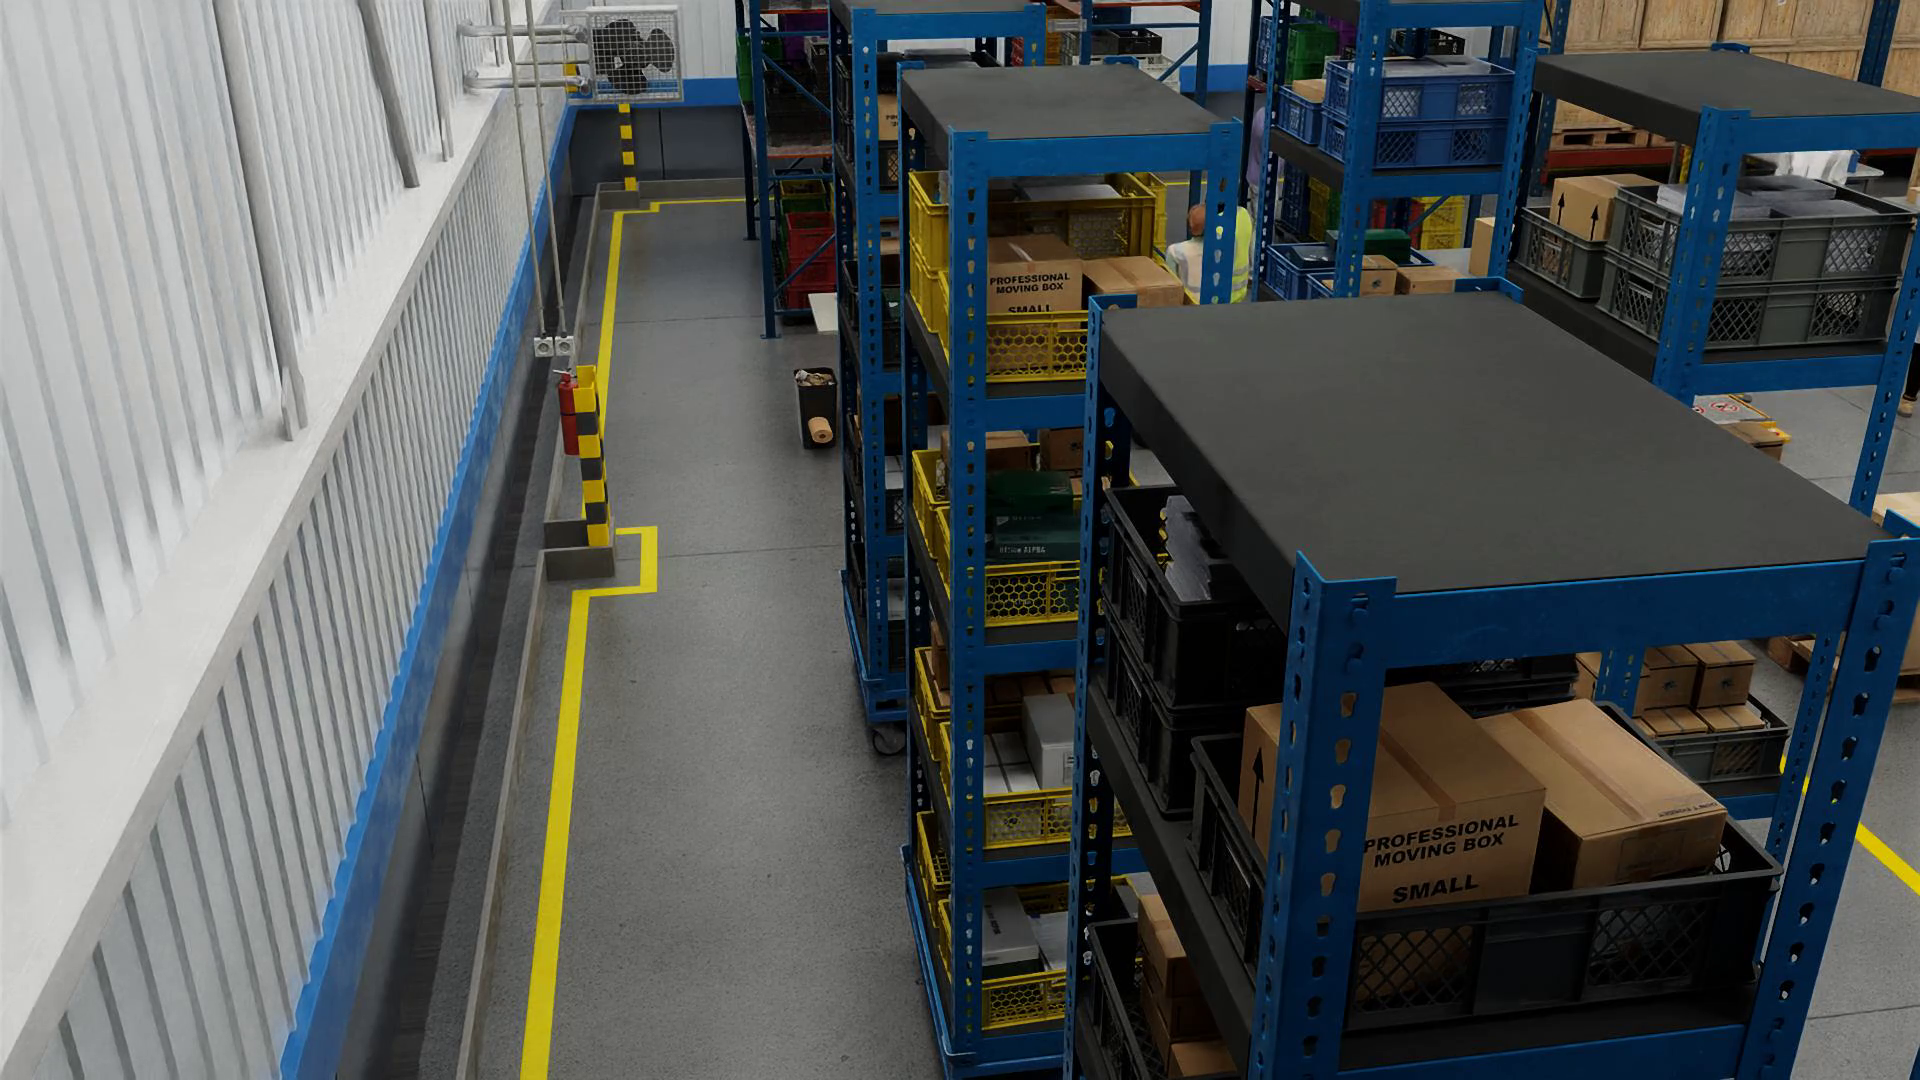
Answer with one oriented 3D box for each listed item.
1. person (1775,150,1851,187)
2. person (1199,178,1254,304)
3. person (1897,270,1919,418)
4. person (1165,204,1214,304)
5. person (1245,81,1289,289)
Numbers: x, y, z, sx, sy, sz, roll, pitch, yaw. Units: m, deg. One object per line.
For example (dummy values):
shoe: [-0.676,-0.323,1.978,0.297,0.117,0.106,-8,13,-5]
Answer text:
person: [7.436,-2.913,14.681,0.584,1.883,0.337,19,31,35]
person: [1.890,-1.786,12.283,0.429,1.844,0.622,14,28,27]
person: [7.296,-1.735,12.338,0.540,1.698,0.317,2,25,4]
person: [1.726,-1.646,12.225,0.535,1.628,0.321,-4,25,-9]
person: [2.846,-3.315,15.499,0.369,1.932,0.633,1,25,1]
